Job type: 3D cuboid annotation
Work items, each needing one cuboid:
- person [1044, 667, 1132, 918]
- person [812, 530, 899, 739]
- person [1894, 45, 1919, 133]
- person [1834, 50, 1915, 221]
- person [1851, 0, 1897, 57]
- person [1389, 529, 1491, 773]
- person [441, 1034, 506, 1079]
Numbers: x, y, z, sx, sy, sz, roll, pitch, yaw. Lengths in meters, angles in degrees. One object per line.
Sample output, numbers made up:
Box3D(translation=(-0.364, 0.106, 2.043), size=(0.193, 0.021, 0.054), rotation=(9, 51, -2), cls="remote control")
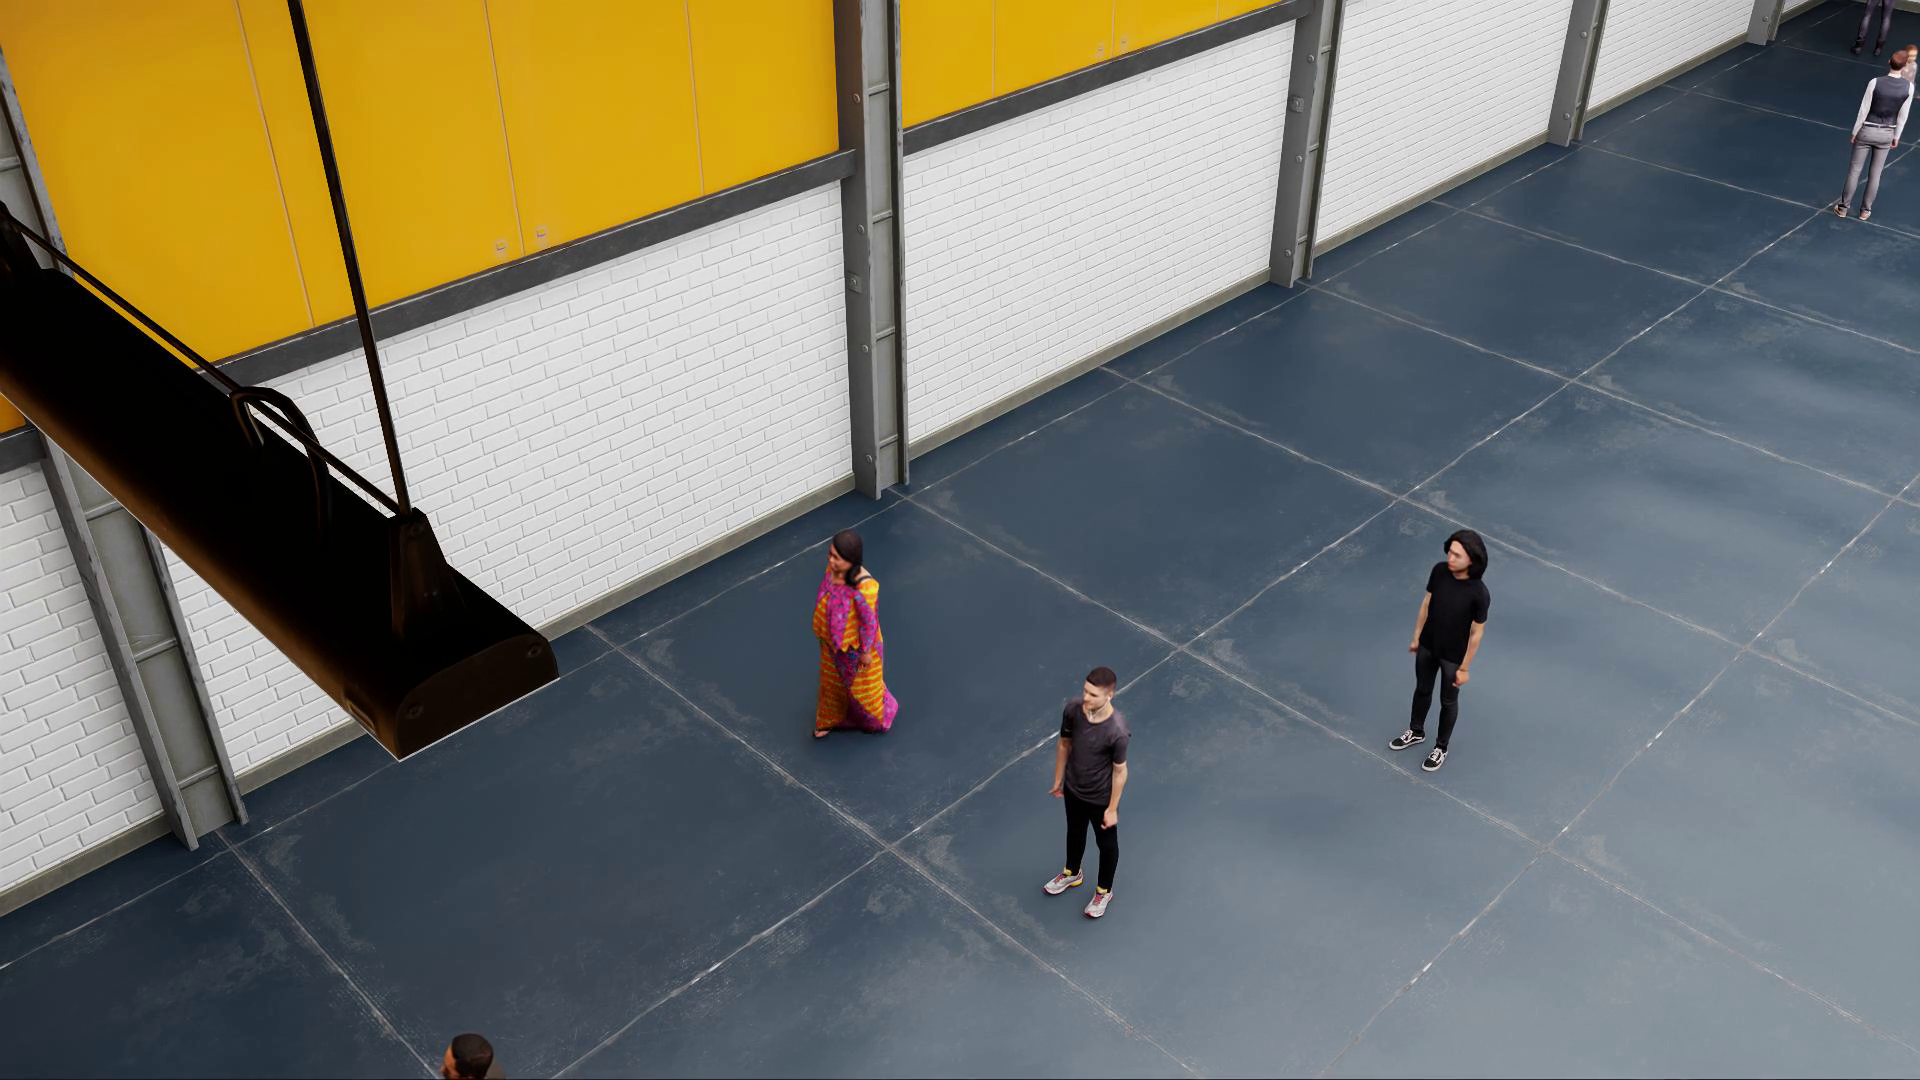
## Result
Box3D(translation=(0.790, 1.475, 9.906), size=(0.643, 1.764, 0.562), rotation=(25, 41, 33), cls="person")
Box3D(translation=(-0.715, 0.621, 11.255), size=(0.866, 1.694, 0.685), rotation=(-24, 41, -32), cls="person")
Box3D(translation=(12.023, -5.760, 21.306), size=(0.548, 1.195, 0.613), rotation=(-2, 34, -2), cls="person")
Box3D(translation=(10.418, -4.615, 18.911), size=(0.741, 1.939, 0.710), rotation=(13, 36, 18), cls="person")
Box3D(translation=(13.358, -7.962, 24.045), size=(0.752, 1.830, 0.740), rotation=(10, 35, 15), cls="person")
Box3D(translation=(3.223, 0.696, 11.014), size=(0.575, 1.836, 0.659), rotation=(-23, 40, -30), cls="person")
Box3D(translation=(-2.156, 2.914, 7.706), size=(0.716, 1.804, 0.752), rotation=(-10, 35, -15), cls="person")
